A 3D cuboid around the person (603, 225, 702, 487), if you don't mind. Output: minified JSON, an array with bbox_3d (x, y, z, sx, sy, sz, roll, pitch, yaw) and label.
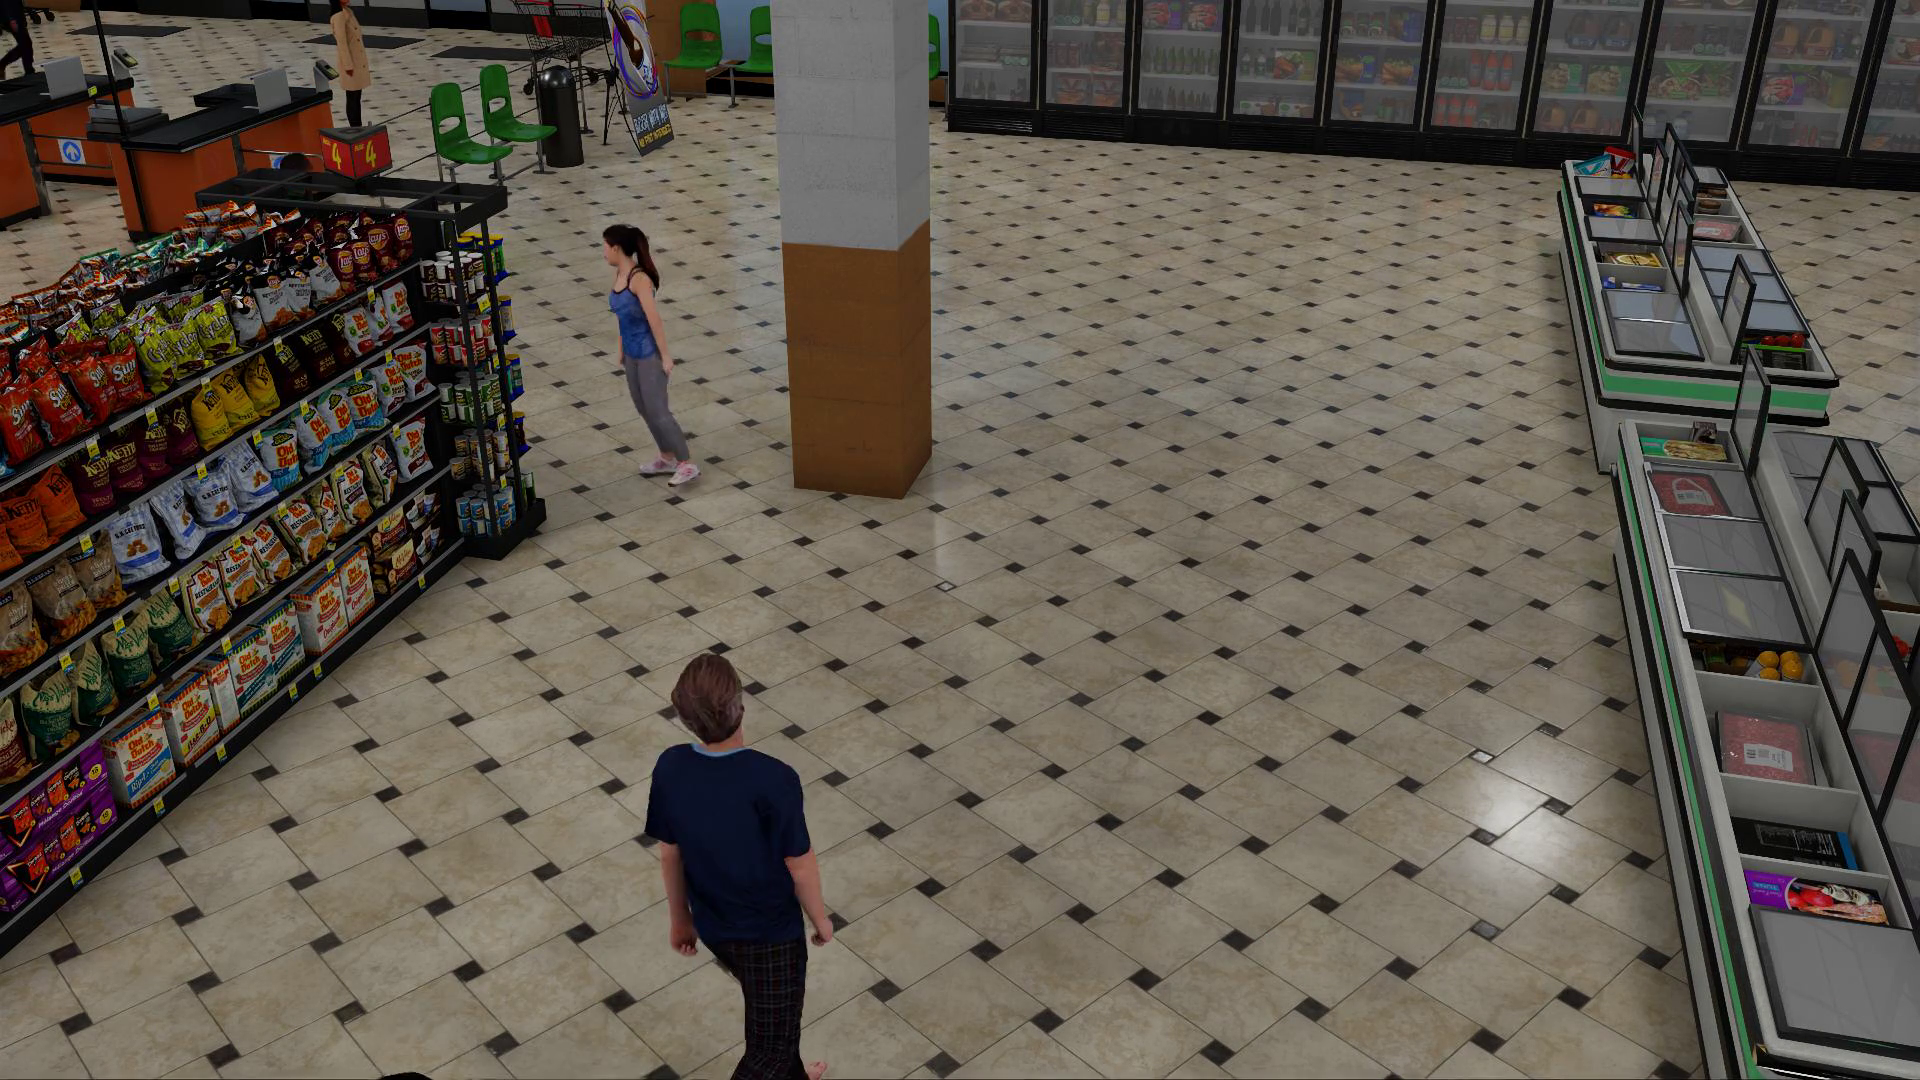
[{"bbox_3d":[-1.843,-1.097,10.014,0.797,1.579,0.851,24,36,39],"label":"person"}]

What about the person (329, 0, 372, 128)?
[{"bbox_3d":[-6.507,-5.074,17.742,0.755,1.682,0.582,-2,27,-4],"label":"person"}]

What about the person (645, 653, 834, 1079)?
[{"bbox_3d":[-0.695,1.251,5.101,0.828,1.834,1.161,14,30,26],"label":"person"}]
